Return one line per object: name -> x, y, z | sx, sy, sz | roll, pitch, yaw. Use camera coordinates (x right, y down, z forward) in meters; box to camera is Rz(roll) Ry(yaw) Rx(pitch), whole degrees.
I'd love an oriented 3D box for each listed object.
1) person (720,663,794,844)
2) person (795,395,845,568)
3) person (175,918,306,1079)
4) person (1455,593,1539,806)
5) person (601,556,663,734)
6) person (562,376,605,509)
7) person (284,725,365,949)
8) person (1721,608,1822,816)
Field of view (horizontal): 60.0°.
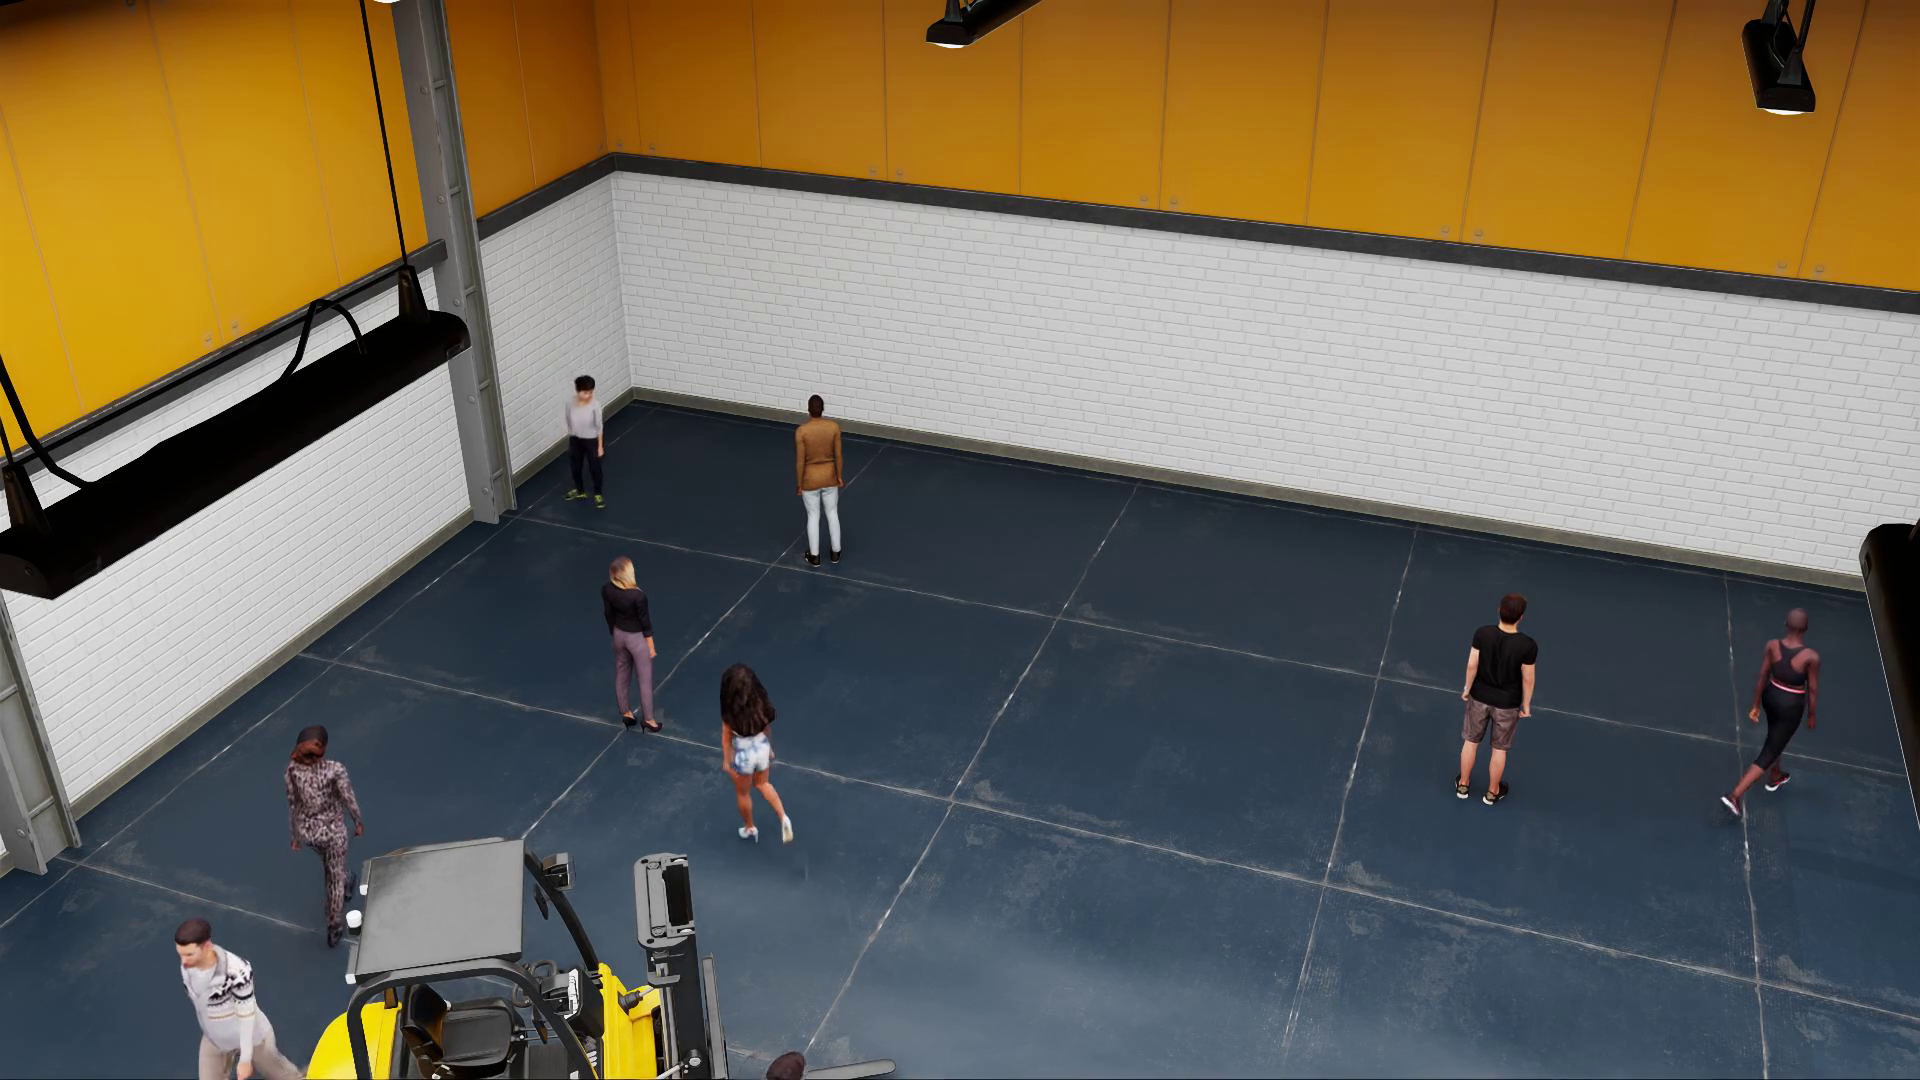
person -> -1.533, 1.671, 12.448 | 0.842, 1.609, 0.821 | -23, 36, -36
person -> -1.381, -0.593, 16.382 | 0.713, 1.816, 0.746 | -9, 30, -16
person -> -4.272, 2.910, 9.970 | 0.666, 1.807, 1.147 | 10, 30, 18
person -> 4.172, 1.229, 12.994 | 0.719, 1.861, 0.613 | 14, 32, 24
person -> -2.740, 0.878, 13.837 | 0.617, 1.671, 0.555 | 13, 31, 23
person -> -3.954, -1.057, 17.544 | 0.769, 1.518, 0.665 | 11, 31, 20
person -> -4.457, 2.100, 11.582 | 0.789, 1.685, 1.021 | -1, 29, -2
person -> 6.304, 1.364, 12.899 | 1.248, 1.716, 1.071 | -16, 33, -27
